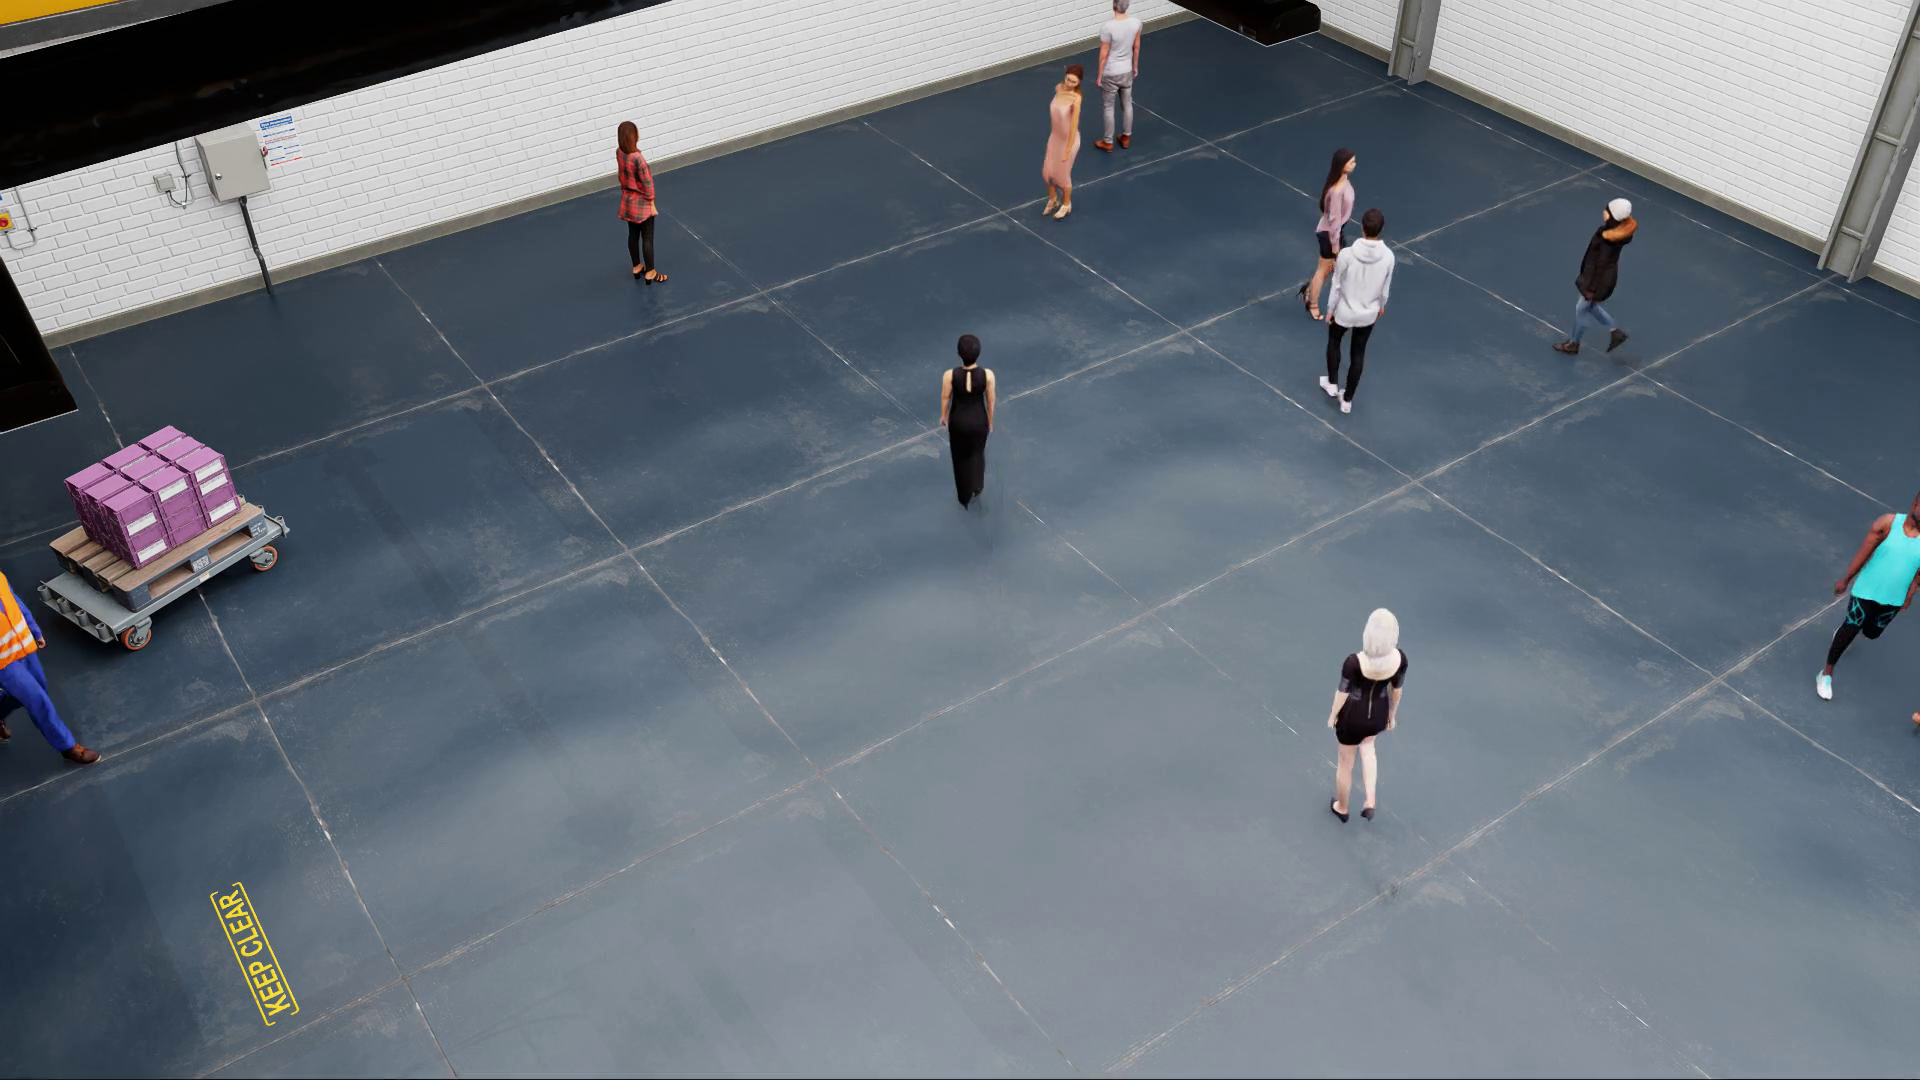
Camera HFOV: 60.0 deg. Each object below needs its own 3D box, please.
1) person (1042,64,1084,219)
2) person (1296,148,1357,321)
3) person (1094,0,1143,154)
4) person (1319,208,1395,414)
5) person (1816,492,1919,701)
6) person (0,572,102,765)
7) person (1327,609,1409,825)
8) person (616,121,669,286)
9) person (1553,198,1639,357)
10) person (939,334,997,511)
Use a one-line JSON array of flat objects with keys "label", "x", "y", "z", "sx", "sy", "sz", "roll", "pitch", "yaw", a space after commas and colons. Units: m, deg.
[{"label": "person", "x": 1.114, "y": -4.178, "z": 17.429, "sx": 0.727, "sy": 1.787, "sz": 0.540, "roll": -16, "pitch": 41, "yaw": -19}, {"label": "person", "x": 3.432, "y": -2.898, "z": 15.813, "sx": 0.815, "sy": 1.804, "sz": 0.764, "roll": 14, "pitch": 41, "yaw": 17}, {"label": "person", "x": 1.781, "y": -5.287, "z": 18.786, "sx": 0.721, "sy": 1.827, "sz": 0.582, "roll": -18, "pitch": 42, "yaw": -21}, {"label": "person", "x": 3.481, "y": -1.951, "z": 14.541, "sx": 0.883, "sy": 1.911, "sz": 0.931, "roll": 0, "pitch": 39, "yaw": 0}, {"label": "person", "x": 6.545, "y": 0.307, "z": 11.817, "sx": 1.053, "sy": 1.783, "sz": 1.039, "roll": 18, "pitch": 42, "yaw": 21}, {"label": "person", "x": -6.450, "y": 0.790, "z": 11.166, "sx": 1.193, "sy": 1.841, "sz": 1.146, "roll": 5, "pitch": 39, "yaw": 7}, {"label": "person", "x": 2.608, "y": 1.213, "z": 10.650, "sx": 0.696, "sy": 1.823, "sz": 0.759, "roll": -6, "pitch": 39, "yaw": -8}, {"label": "person", "x": -3.186, "y": -3.341, "z": 16.448, "sx": 0.559, "sy": 1.703, "sz": 0.721, "roll": 30, "pitch": 47, "yaw": 32}, {"label": "person", "x": 5.946, "y": -2.383, "z": 15.315, "sx": 0.971, "sy": 1.622, "sz": 0.838, "roll": 18, "pitch": 42, "yaw": 22}, {"label": "person", "x": 0.072, "y": -0.899, "z": 13.482, "sx": 0.692, "sy": 1.589, "sz": 0.716, "roll": -6, "pitch": 39, "yaw": -8}]
